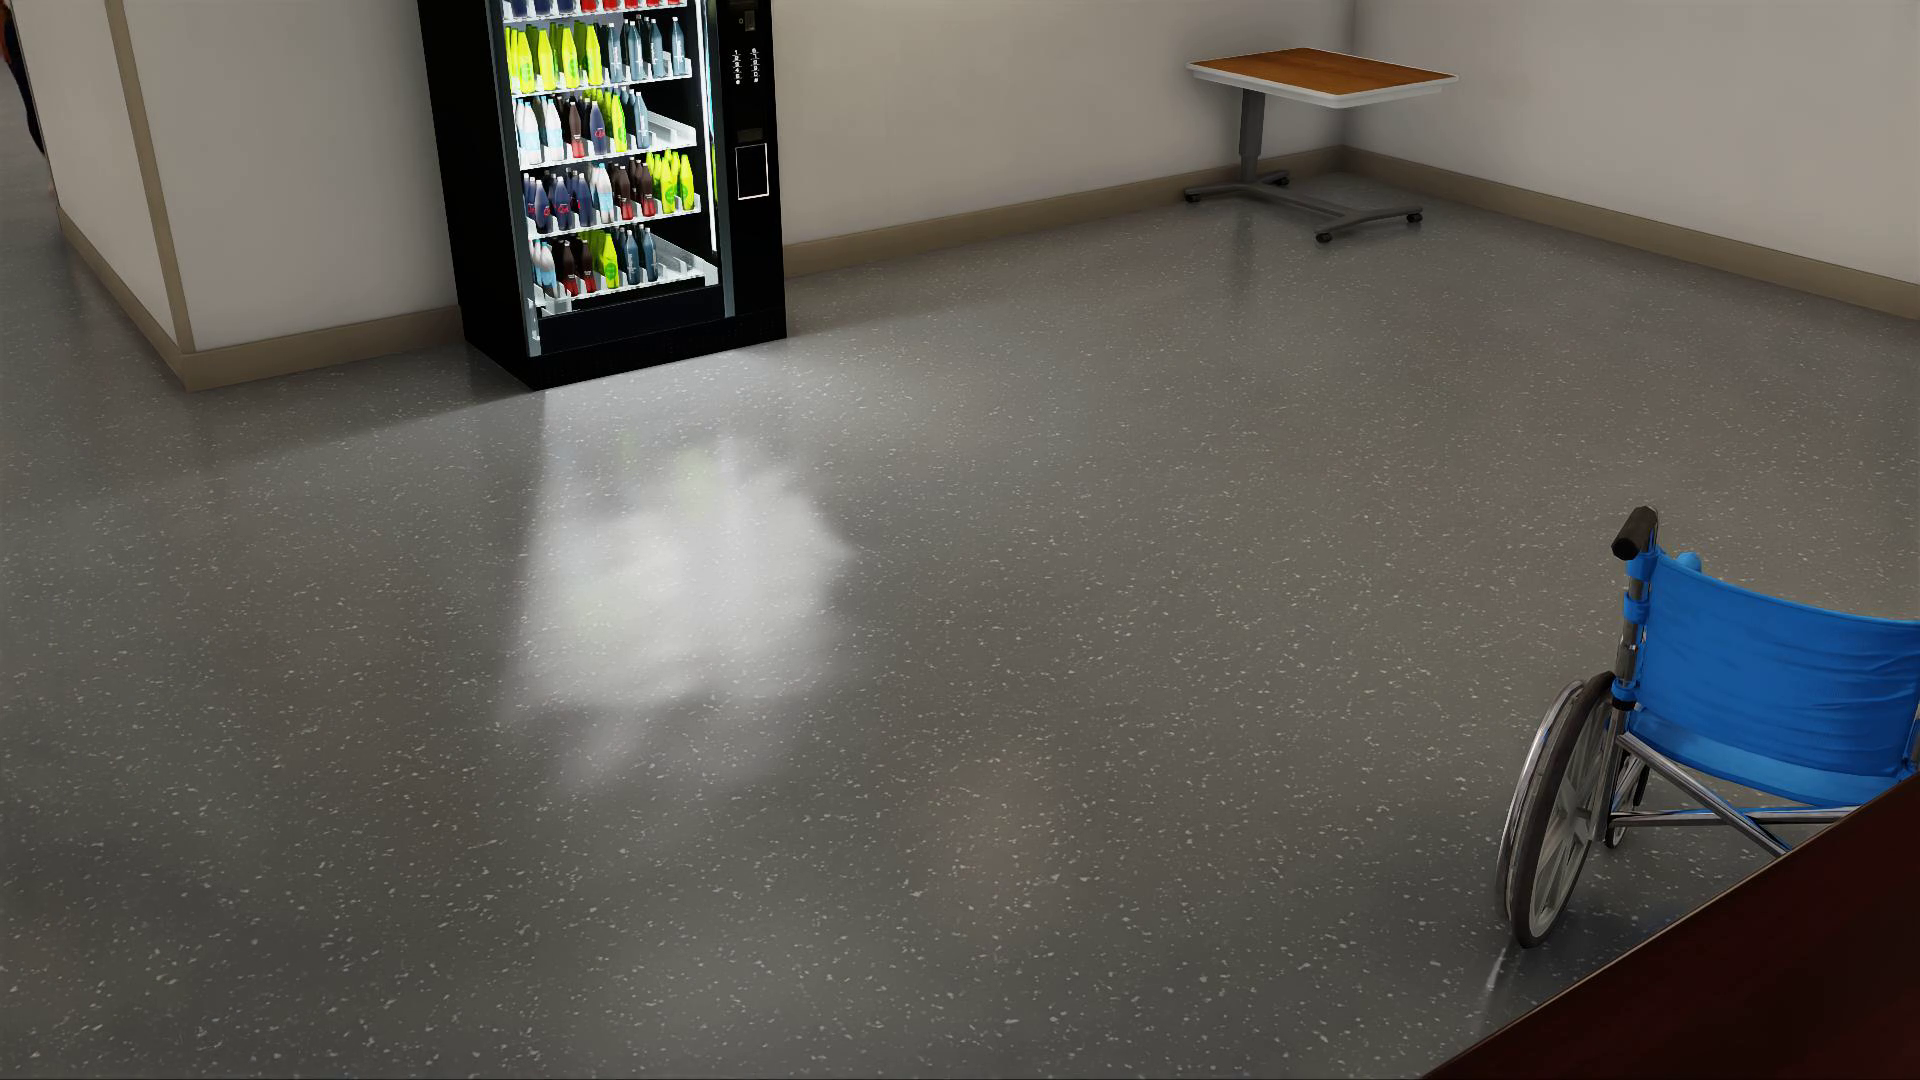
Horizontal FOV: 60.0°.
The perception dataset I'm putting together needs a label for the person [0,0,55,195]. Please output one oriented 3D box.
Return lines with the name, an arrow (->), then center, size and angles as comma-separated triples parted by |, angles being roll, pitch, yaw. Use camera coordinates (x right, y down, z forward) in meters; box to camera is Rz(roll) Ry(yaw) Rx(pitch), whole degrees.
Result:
person -> -5.294, -2.889, 9.611 | 0.611, 1.791, 0.715 | -17, 30, -31
